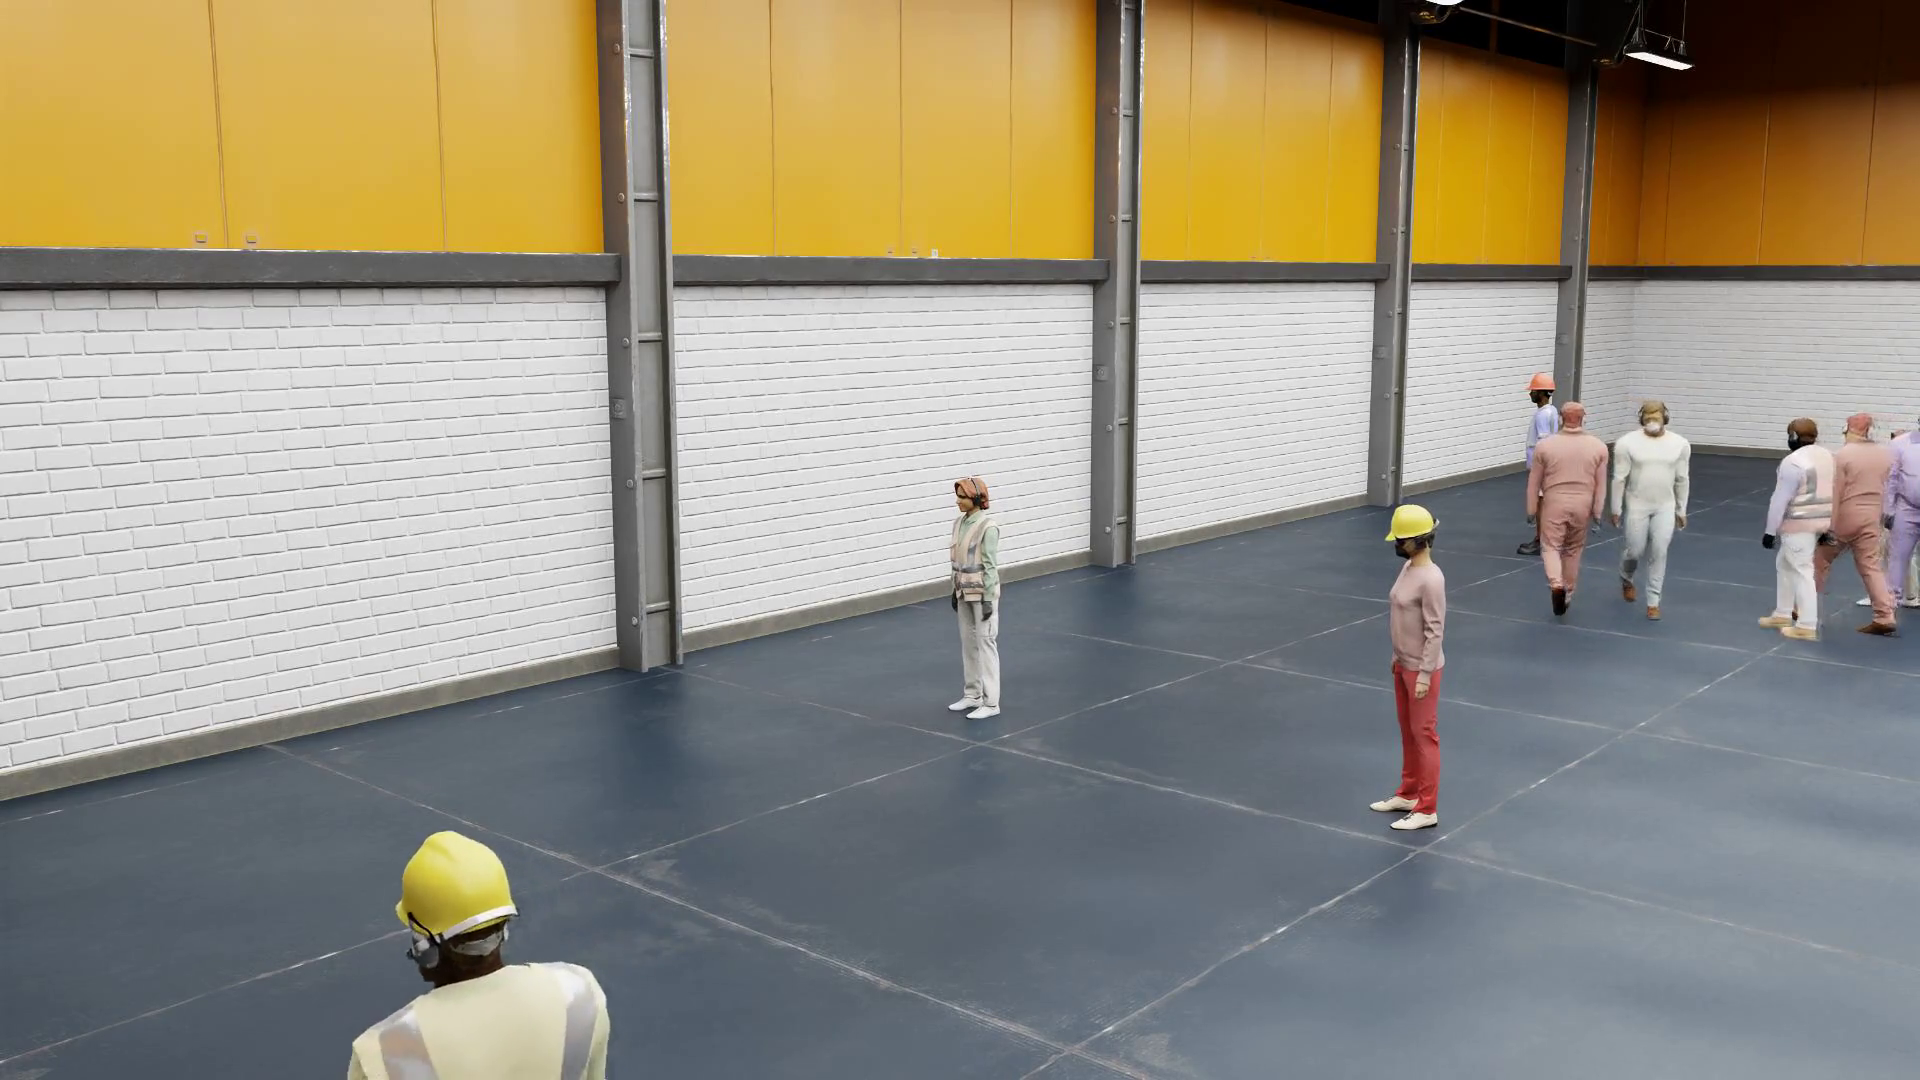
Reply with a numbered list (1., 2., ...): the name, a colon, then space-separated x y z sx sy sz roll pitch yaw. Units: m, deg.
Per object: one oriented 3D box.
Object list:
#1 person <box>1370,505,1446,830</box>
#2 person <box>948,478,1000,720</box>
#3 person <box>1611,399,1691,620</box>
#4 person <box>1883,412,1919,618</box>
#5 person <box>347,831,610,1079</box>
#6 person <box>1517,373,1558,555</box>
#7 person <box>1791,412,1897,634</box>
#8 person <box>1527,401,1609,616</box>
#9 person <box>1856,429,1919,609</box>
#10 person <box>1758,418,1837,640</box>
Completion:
1. person: 2.433 0.681 8.970 0.327 1.760 0.524 0 9 -3
2. person: 0.101 0.388 11.215 0.314 1.629 0.508 -6 11 -32
3. person: 6.021 -0.286 14.562 0.633 1.919 0.657 2 9 10
4. person: 8.271 -0.234 14.268 0.638 1.904 0.402 4 10 24
5. person: -1.000 1.513 3.585 0.595 1.806 0.832 -7 12 -38
6. person: 6.166 -0.803 17.725 0.354 1.939 0.544 4 10 26
7. person: 7.505 -0.150 13.975 0.660 1.852 0.987 -2 9 -14
8. person: 5.326 -0.276 14.610 0.653 1.881 0.815 2 9 10
9. person: 8.384 -0.187 14.860 0.492 1.617 0.606 7 11 36
10. person: 6.822 -0.102 13.705 0.642 1.810 0.712 -7 11 -36
